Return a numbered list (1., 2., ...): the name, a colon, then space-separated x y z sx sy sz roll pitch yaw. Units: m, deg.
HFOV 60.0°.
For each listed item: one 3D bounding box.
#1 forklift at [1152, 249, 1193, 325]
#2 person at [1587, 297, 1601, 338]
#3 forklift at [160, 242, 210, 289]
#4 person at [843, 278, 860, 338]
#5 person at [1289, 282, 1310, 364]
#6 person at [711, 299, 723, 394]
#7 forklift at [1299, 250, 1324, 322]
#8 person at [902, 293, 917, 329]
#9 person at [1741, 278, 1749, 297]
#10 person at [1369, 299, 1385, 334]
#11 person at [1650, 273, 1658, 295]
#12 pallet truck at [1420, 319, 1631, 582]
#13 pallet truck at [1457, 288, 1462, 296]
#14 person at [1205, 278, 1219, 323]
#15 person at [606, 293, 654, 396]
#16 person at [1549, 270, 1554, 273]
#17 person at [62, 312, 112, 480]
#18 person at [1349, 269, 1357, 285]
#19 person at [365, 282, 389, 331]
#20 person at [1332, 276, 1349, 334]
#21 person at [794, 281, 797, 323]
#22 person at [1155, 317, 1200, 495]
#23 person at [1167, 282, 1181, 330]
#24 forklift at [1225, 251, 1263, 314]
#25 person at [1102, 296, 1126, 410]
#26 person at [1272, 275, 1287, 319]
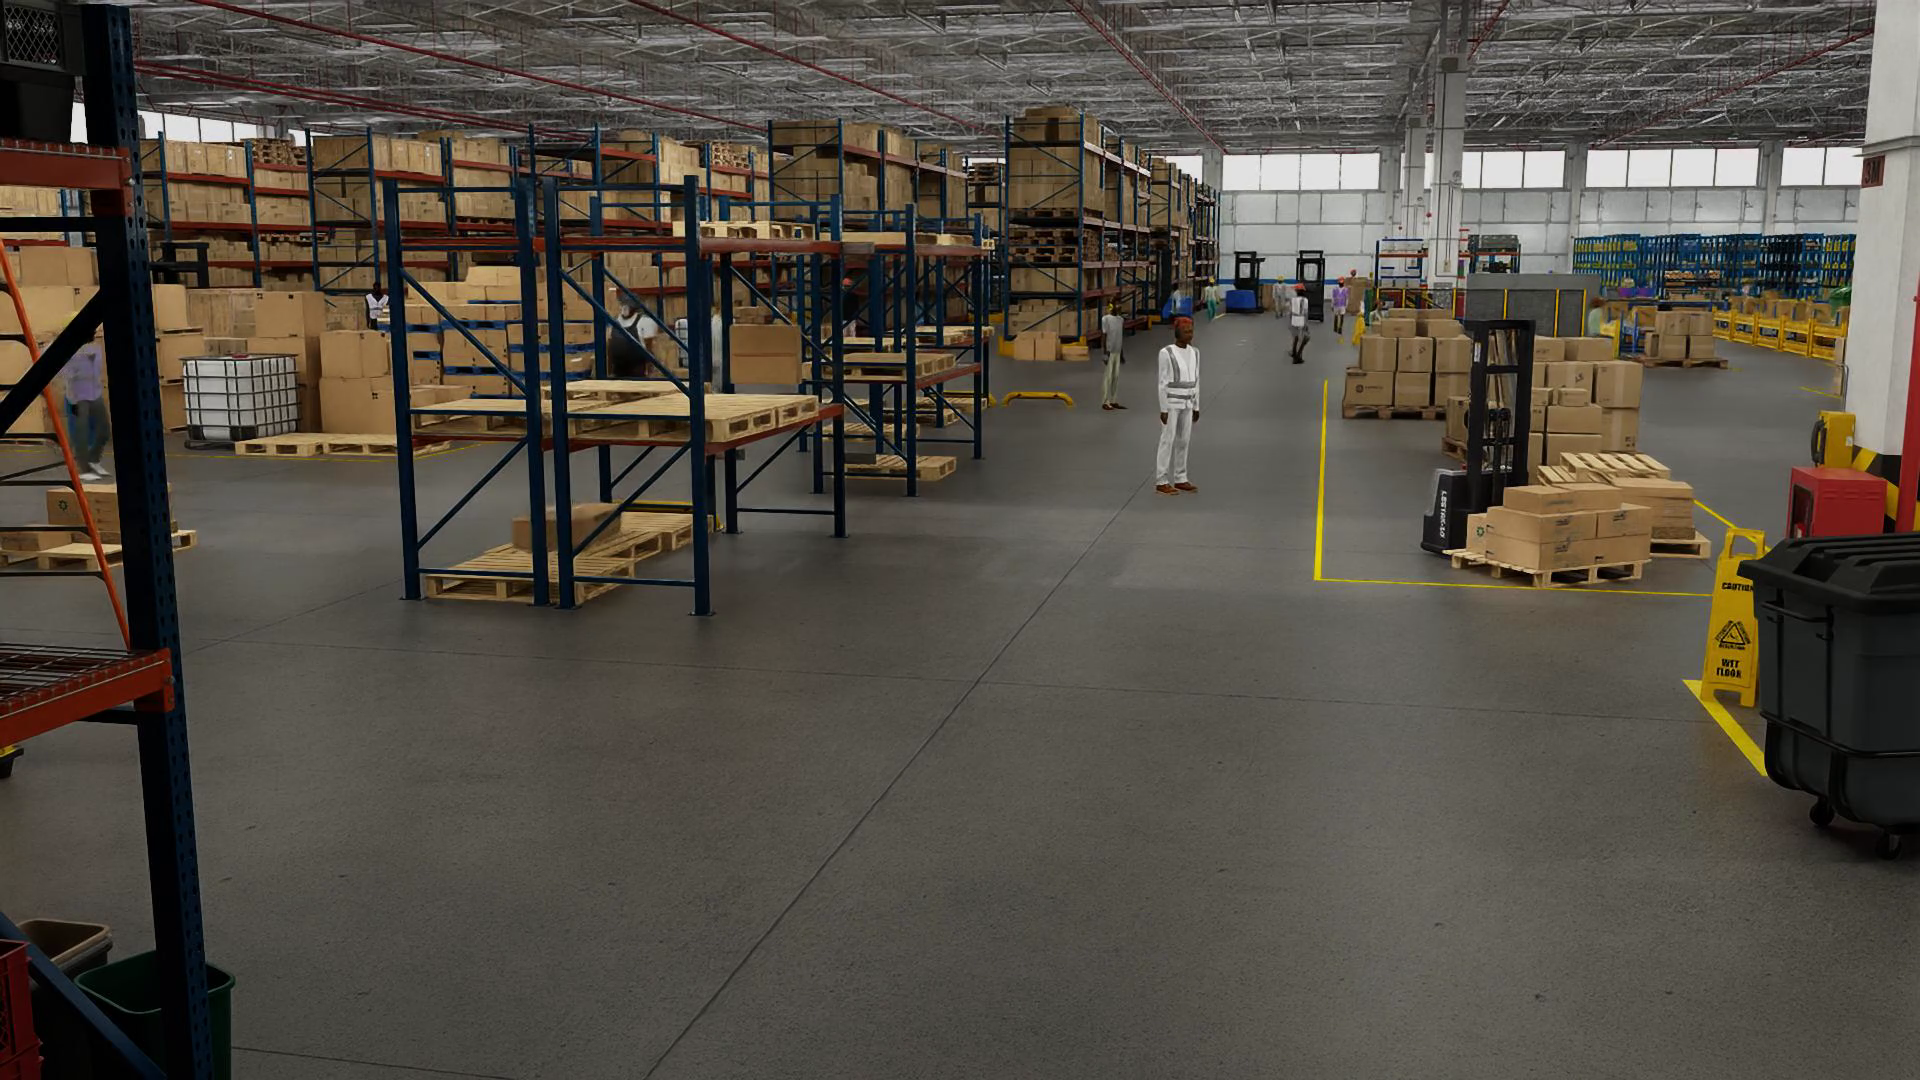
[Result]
1. forklift: 7.646 -9.320 61.395 1.873 2.768 1.129 2 10 11
2. person: 14.498 -4.733 37.954 0.464 1.619 0.505 9 13 43
3. forklift: -16.063 -4.810 34.690 1.129 2.768 1.873 2 10 12
4. person: -2.815 -5.531 41.579 0.618 1.994 0.380 -3 10 -16
5. person: 8.033 -5.125 39.353 0.418 1.925 0.556 -8 12 -39
6. person: -3.566 -2.610 24.595 0.342 1.913 0.786 1 10 4
7. forklift: 13.778 -10.002 65.433 1.129 2.768 1.873 2 10 12
8. person: -1.305 -5.594 42.935 0.486 1.659 0.572 -2 10 -13
9. person: 30.969 -9.497 65.832 0.786 1.738 0.534 0 10 0
10. person: 8.789 -4.258 35.092 0.514 1.639 0.310 -9 13 -44
11. person: 33.640 -12.060 80.814 0.757 1.810 0.597 1 10 5
12. pallet truck: 4.543 -0.757 13.299 0.823 1.965 1.885 -4 10 -22
13. pallet truck: 20.506 -9.785 68.819 0.653 1.274 1.630 2 10 12
14. person: 9.798 -9.323 64.758 0.543 1.745 0.599 1 10 6
15. person: -4.801 -2.588 24.013 0.708 2.000 0.541 3 10 16
16. person: 28.129 -11.861 79.192 0.605 1.950 0.380 -2 10 -11
17. person: -9.759 -1.604 18.590 0.447 1.909 0.587 3 10 19
18. person: 18.624 -11.829 78.869 0.382 1.995 0.612 -1 10 -9
19. person: -14.612 -5.519 41.769 0.587 1.911 0.397 -5 11 -27
20. person: 12.612 -7.786 55.179 0.540 1.917 0.410 2 10 12
21. person: -6.295 -9.293 64.961 0.564 1.609 0.516 6 11 31
22. person: 2.306 -1.409 17.536 0.574 1.876 0.354 -8 12 -39
23. person: 7.682 -8.234 58.552 0.693 1.670 0.544 4 10 23
24. forklift: 12.766 -11.551 74.605 1.129 2.768 1.873 6 11 32
25. person: 2.538 -3.076 27.395 0.328 1.876 0.514 9 13 42
26. person: 13.294 -10.102 69.166 0.613 1.818 0.430 1 10 8
